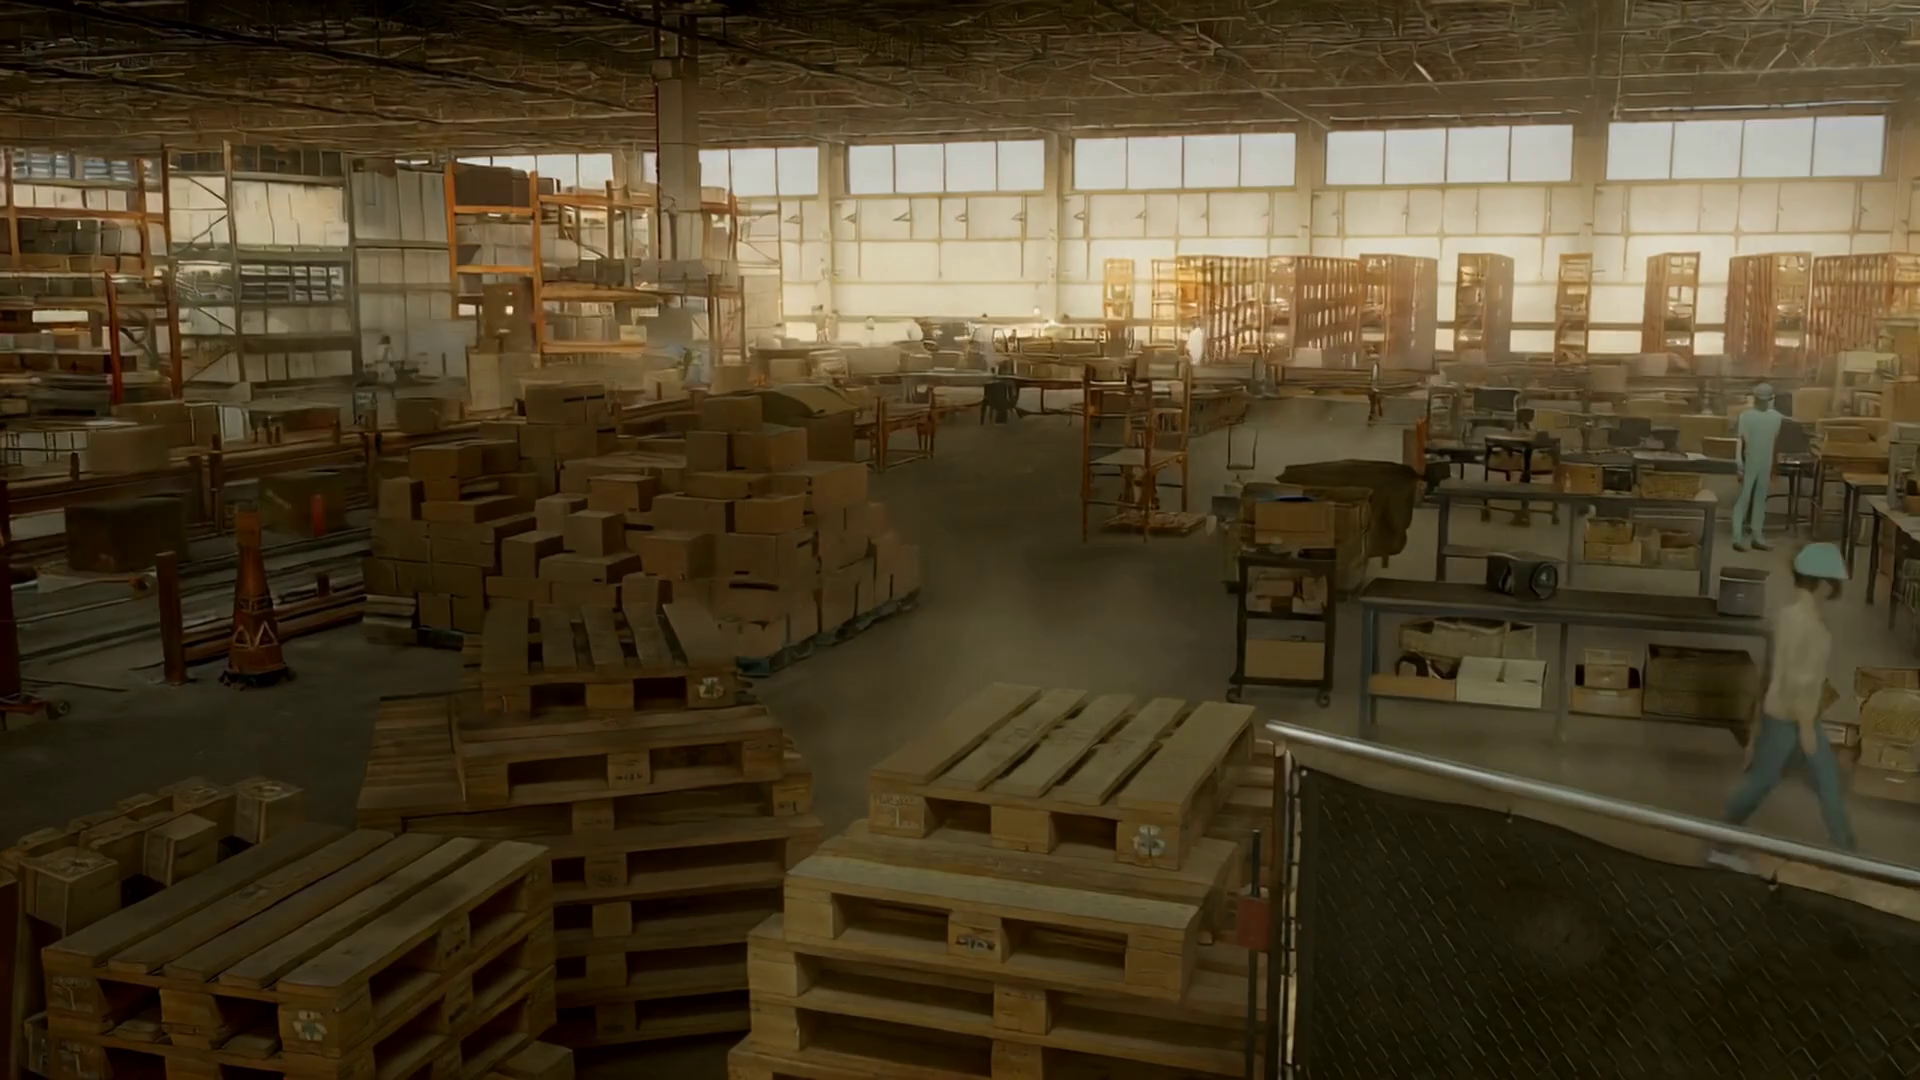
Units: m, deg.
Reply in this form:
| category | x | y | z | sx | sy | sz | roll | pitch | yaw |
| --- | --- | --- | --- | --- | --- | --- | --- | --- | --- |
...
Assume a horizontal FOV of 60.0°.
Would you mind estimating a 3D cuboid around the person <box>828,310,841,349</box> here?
| category | x | y | z | sx | sy | sz | roll | pitch | yaw |
| --- | --- | --- | --- | --- | --- | --- | --- | --- | --- |
| person | -4.785 | -7.948 | 63.677 | 0.504 | 1.703 | 0.859 | -7 | 11 | -37 |

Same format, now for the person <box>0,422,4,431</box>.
| category | x | y | z | sx | sy | sz | roll | pitch | yaw |
| --- | --- | --- | --- | --- | --- | --- | --- | --- | --- |
| person | -18.047 | -2.698 | 30.777 | 0.546 | 1.678 | 0.435 | 3 | 9 | 16 |

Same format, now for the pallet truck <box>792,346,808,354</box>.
| category | x | y | z | sx | sy | sz | roll | pitch | yaw |
| --- | --- | --- | --- | --- | --- | --- | --- | --- | --- |
| pallet truck | -3.705 | -4.298 | 42.022 | 0.653 | 1.274 | 1.630 | 3 | 10 | 20 |

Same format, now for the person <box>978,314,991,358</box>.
| category | x | y | z | sx | sy | sz | roll | pitch | yaw |
| --- | --- | --- | --- | --- | --- | --- | --- | --- | --- |
| person | 0.787 | -6.558 | 54.796 | 0.340 | 1.749 | 0.572 | 7 | 11 | 37 |

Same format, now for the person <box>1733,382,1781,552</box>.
| category | x | y | z | sx | sy | sz | roll | pitch | yaw |
| --- | --- | --- | --- | --- | --- | --- | --- | --- | --- |
| person | 8.760 | -0.799 | 18.269 | 0.509 | 1.872 | 0.328 | -1 | 9 | -8 |

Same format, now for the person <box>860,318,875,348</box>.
| category | x | y | z | sx | sy | sz | roll | pitch | yaw |
| --- | --- | --- | --- | --- | --- | --- | --- | --- | --- |
| person | -2.596 | -5.357 | 47.052 | 0.432 | 1.813 | 0.614 | 4 | 10 | 23 |

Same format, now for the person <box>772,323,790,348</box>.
| category | x | y | z | sx | sy | sz | roll | pitch | yaw |
| --- | --- | --- | --- | --- | --- | --- | --- | --- | --- |
| person | -4.153 | -4.151 | 39.175 | 0.774 | 1.916 | 0.636 | 2 | 9 | 12 |

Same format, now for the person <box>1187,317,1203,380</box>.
| category | x | y | z | sx | sy | sz | roll | pitch | yaw |
| --- | --- | --- | --- | --- | --- | --- | --- | --- | --- |
| person | 6.322 | -5.162 | 45.609 | 0.792 | 1.880 | 0.671 | 3 | 10 | 19 |

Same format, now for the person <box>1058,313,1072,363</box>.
| category | x | y | z | sx | sy | sz | roll | pitch | yaw |
| --- | --- | --- | --- | --- | --- | --- | --- | --- | --- |
| person | 3.327 | -6.248 | 52.607 | 0.453 | 1.830 | 0.559 | 1 | 9 | 5 |

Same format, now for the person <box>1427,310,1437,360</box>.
| category | x | y | z | sx | sy | sz | roll | pitch | yaw |
| --- | --- | --- | --- | --- | --- | --- | --- | --- | --- |
| person | 16.505 | -7.234 | 58.905 | 0.928 | 1.781 | 0.608 | 2 | 9 | 11 |

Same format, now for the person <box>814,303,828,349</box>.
| category | x | y | z | sx | sy | sz | roll | pitch | yaw |
| --- | --- | --- | --- | --- | --- | --- | --- | --- | --- |
| person | -5.659 | -8.697 | 67.741 | 0.547 | 1.906 | 0.857 | 5 | 10 | 28 |

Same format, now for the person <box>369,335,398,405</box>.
| category | x | y | z | sx | sy | sz | roll | pitch | yaw |
| --- | --- | --- | --- | --- | --- | --- | --- | --- | --- |
| person | -13.429 | -3.948 | 38.720 | 0.539 | 1.659 | 0.874 | 4 | 10 | 25 |

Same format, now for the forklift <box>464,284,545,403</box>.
| category | x | y | z | sx | sy | sz | roll | pitch | yaw |
| --- | --- | --- | --- | --- | --- | --- | --- | --- | --- |
| forklift | -10.832 | -4.702 | 39.610 | 1.129 | 2.768 | 1.873 | 3 | 10 | 20 |

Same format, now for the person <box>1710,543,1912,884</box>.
| category | x | y | z | sx | sy | sz | roll | pitch | yaw |
| --- | --- | --- | --- | --- | --- | --- | --- | --- | --- |
| person | 4.212 | 0.873 | 8.200 | 0.911 | 1.716 | 0.548 | 6 | 11 | 35 |

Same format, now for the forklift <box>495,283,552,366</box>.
| category | x | y | z | sx | sy | sz | roll | pitch | yaw |
| --- | --- | --- | --- | --- | --- | --- | --- | --- | --- |
| forklift | -11.639 | -5.329 | 43.550 | 1.129 | 2.768 | 1.873 | 3 | 10 | 20 |

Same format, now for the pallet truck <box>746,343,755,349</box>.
| category | x | y | z | sx | sy | sz | roll | pitch | yaw |
| --- | --- | --- | --- | --- | --- | --- | --- | --- | --- |
| pallet truck | -6.183 | -4.618 | 44.264 | 1.601 | 1.201 | 0.680 | -9 | 12 | -43 |
